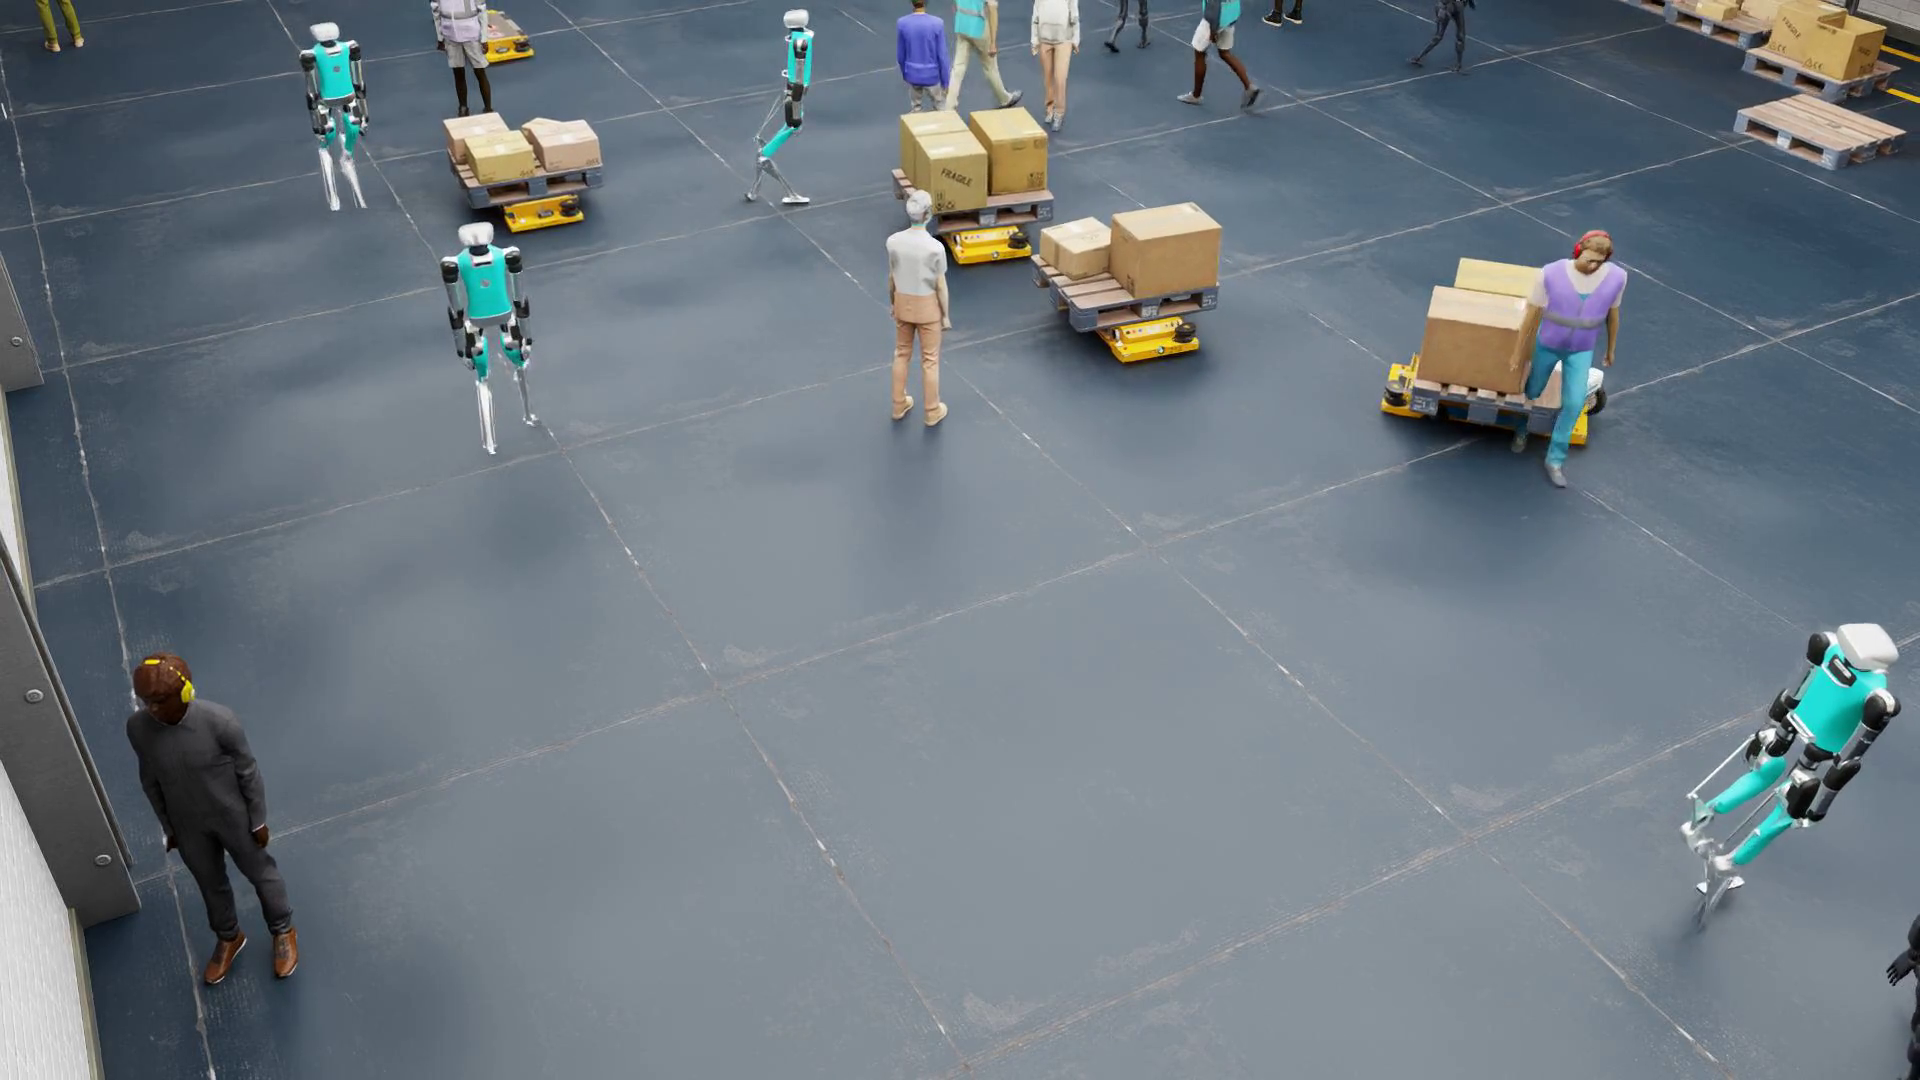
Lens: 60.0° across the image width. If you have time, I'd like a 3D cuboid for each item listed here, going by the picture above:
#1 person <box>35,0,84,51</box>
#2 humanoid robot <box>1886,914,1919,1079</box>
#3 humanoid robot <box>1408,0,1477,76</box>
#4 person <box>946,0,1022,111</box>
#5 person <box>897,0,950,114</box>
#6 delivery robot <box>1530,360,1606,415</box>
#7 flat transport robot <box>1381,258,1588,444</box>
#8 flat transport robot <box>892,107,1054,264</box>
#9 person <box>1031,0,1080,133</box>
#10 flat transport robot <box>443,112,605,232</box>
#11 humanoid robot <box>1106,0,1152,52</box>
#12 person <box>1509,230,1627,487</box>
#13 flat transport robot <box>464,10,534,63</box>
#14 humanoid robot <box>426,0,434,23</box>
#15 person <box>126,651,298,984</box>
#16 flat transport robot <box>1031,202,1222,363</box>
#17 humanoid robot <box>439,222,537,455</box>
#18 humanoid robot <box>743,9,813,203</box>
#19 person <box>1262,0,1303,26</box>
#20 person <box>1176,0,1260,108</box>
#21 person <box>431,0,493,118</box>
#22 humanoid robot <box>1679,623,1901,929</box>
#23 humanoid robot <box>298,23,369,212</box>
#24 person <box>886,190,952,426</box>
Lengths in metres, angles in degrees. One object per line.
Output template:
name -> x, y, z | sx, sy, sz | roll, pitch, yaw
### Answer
person -> -10.190, -6.361, 18.432 | 0.520, 1.837, 0.379 | -24, 41, -30
humanoid robot -> 4.304, 1.717, 7.063 | 0.590, 1.642, 0.701 | 11, 36, 15
humanoid robot -> 5.285, -5.822, 17.841 | 0.605, 1.617, 0.675 | -28, 44, -34
person -> 0.170, -5.073, 16.640 | 0.636, 1.798, 0.982 | 23, 41, 29
person -> -0.323, -4.362, 15.568 | 0.518, 1.853, 0.566 | 7, 36, 10
delivery robot -> 4.302, -1.151, 12.119 | 0.499, 0.606, 0.794 | -27, 43, -33
flat transport robot -> 3.864, -1.049, 12.213 | 1.431, 0.231, 0.659 | 11, 37, 15
flat transport robot -> 0.110, -2.857, 14.795 | 0.659, 0.231, 1.431 | -9, 36, -13
person -> 0.921, -4.885, 16.477 | 0.468, 1.654, 0.670 | 11, 36, 15
flat transport robot -> -3.969, -3.225, 15.321 | 0.659, 0.231, 1.431 | -15, 38, -20
humanoid robot -> 1.897, -6.249, 18.462 | 0.591, 1.674, 0.606 | 23, 41, 29
person -> 4.067, -1.258, 11.176 | 0.702, 1.794, 0.849 | 4, 35, 6
flat transport robot -> -5.378, -5.734, 18.903 | 0.659, 0.231, 1.431 | -17, 39, -23
humanoid robot -> -6.175, -6.838, 19.253 | 0.330, 1.658, 0.599 | 1, 35, 1
person -> -3.376, 1.258, 7.522 | 0.491, 1.874, 0.356 | -2, 35, -3
flat transport robot -> 1.312, -1.871, 13.386 | 0.659, 0.231, 1.431 | -12, 37, -16
humanoid robot -> -3.267, -1.448, 11.541 | 0.532, 1.804, 0.809 | -13, 37, -18
humanoid robot -> -1.696, -3.796, 14.937 | 0.828, 1.869, 0.558 | -3, 35, -4
person -> 3.817, -6.914, 19.117 | 0.602, 1.958, 0.377 | -15, 38, -20
person -> 2.682, -5.301, 16.846 | 0.808, 1.916, 0.542 | 25, 42, 31
person -> -4.902, -4.966, 16.362 | 0.542, 1.928, 0.370 | 4, 35, 5
humanoid robot -> 3.745, 1.198, 7.825 | 0.759, 1.898, 0.570 | -7, 36, -9
humanoid robot -> -5.597, -3.742, 14.845 | 0.532, 1.845, 0.781 | -27, 43, -33
person -> -0.294, -1.633, 11.770 | 0.466, 1.737, 0.320 | 15, 38, 20
